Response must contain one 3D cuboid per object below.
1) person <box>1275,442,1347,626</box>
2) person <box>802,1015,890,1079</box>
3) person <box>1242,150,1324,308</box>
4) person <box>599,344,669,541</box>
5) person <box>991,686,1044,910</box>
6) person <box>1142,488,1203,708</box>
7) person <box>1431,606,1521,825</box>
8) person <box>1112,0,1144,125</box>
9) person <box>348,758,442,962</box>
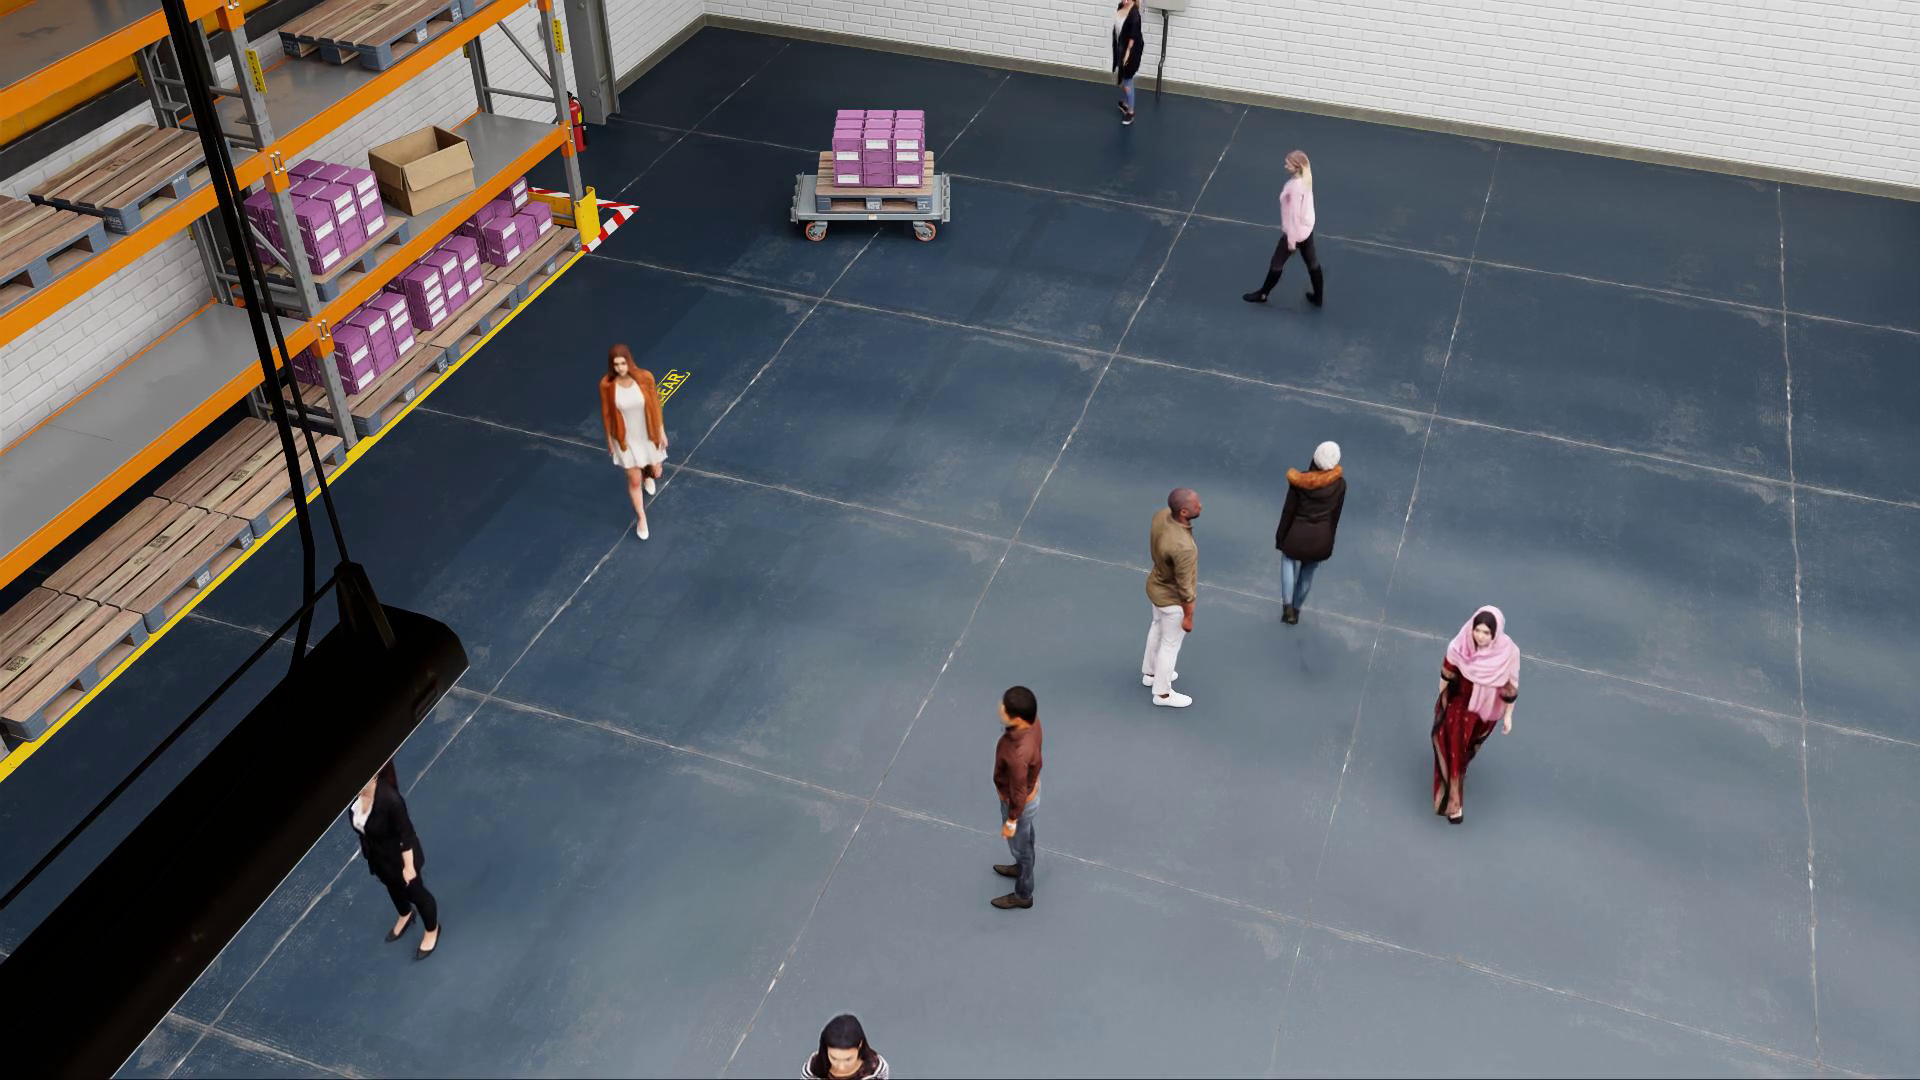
[{"bbox_3d":[2.563,0.017,12.151,0.712,1.615,0.778,0,39,0],"label":"person"},{"bbox_3d":[-0.547,2.956,8.325,0.669,1.795,0.654,-4,39,-5],"label":"person"},{"bbox_3d":[3.280,-2.924,15.809,0.868,1.645,0.941,20,43,23],"label":"person"},{"bbox_3d":[-2.576,-0.863,13.182,0.923,1.704,1.012,-11,40,-14],"label":"person"},{"bbox_3d":[0.369,1.558,10.090,0.752,1.778,0.548,4,39,5],"label":"person"},{"bbox_3d":[1.468,0.380,11.528,0.866,1.825,0.738,-8,39,-10],"label":"person"},{"bbox_3d":[3.366,1.010,10.915,0.799,1.605,1.165,4,39,5],"label":"person"},{"bbox_3d":[1.952,-5.687,19.237,0.896,1.684,0.764,-2,39,-2],"label":"person"},{"bbox_3d":[-3.343,1.829,9.845,0.650,1.660,0.624,23,44,26],"label":"person"}]
